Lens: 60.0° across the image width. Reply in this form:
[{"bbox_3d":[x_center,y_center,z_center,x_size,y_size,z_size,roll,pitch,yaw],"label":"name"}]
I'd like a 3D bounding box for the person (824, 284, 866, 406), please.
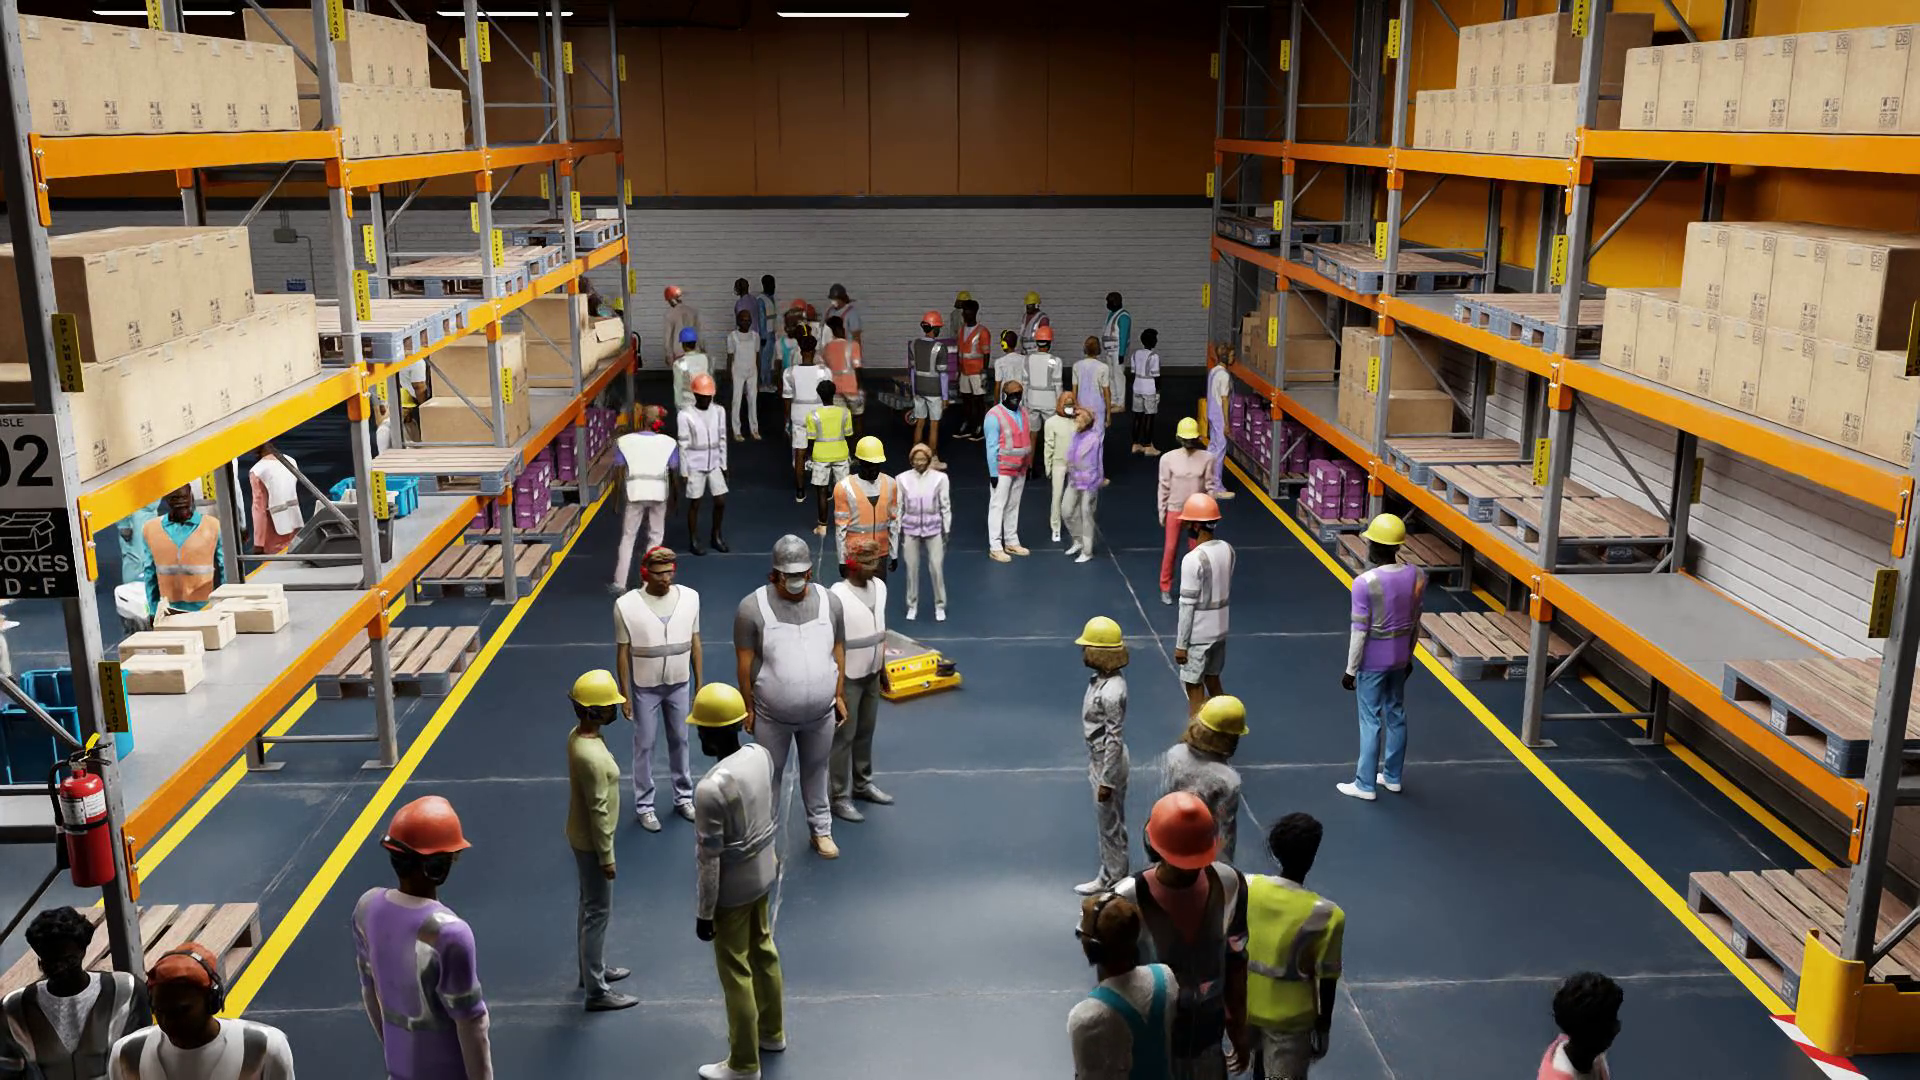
[{"bbox_3d":[-1.731,-2.906,25.126,0.849,2.000,0.705,-14,20,-43],"label":"person"}]

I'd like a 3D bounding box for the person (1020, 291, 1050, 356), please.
[{"bbox_3d":[1.127,-2.911,25.589,0.403,1.824,0.591,-9,17,-31],"label":"person"}]

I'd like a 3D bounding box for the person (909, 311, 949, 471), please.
[{"bbox_3d":[-0.369,-1.895,21.184,0.601,2.035,0.406,11,18,36],"label":"person"}]

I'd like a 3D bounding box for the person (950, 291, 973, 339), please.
[{"bbox_3d":[0.045,-3.081,26.409,0.322,1.741,0.490,-11,18,-37],"label":"person"}]

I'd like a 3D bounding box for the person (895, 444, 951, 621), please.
[{"bbox_3d":[-0.333,-0.062,14.809,0.518,1.618,0.337,0,14,1],"label":"person"}]

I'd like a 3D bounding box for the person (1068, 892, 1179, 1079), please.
[{"bbox_3d":[0.497,2.088,5.971,0.501,1.809,0.848,-10,17,-34],"label":"person"}]

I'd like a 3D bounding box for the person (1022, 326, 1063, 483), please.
[{"bbox_3d":[1.027,-1.672,20.516,0.547,1.930,0.380,8,16,27],"label":"person"}]

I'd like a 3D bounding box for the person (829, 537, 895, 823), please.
[{"bbox_3d":[-0.672,0.872,10.690,0.380,1.844,0.567,9,17,31],"label":"person"}]

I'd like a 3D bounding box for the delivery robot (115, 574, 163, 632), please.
[{"bbox_3d":[-7.020,0.533,14.401,0.707,0.478,0.477,13,19,41],"label":"delivery robot"}]

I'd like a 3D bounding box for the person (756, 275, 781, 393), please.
[{"bbox_3d":[-3.168,-3.385,27.251,0.373,1.916,0.596,3,15,10],"label":"person"}]

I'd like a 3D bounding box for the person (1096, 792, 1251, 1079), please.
[{"bbox_3d":[0.820,1.894,6.320,0.615,2.028,0.409,-5,15,-18],"label":"person"}]

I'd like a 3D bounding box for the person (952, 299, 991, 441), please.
[{"bbox_3d":[0.166,-2.370,23.168,0.374,1.966,0.608,-13,19,-41],"label":"person"}]

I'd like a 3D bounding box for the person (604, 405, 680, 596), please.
[{"bbox_3d":[-2.980,-0.369,15.643,0.709,1.801,0.417,-2,14,-10],"label":"person"}]

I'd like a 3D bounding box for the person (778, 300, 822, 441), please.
[{"bbox_3d":[-2.202,-2.395,23.359,0.659,1.918,1.016,3,15,11],"label":"person"}]

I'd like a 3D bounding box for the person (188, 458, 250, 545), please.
[{"bbox_3d":[-6.438,-0.091,14.352,0.410,1.908,0.598,8,16,28],"label":"person"}]

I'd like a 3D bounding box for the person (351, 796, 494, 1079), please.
[{"bbox_3d":[-1.936,1.923,6.184,0.605,2.036,0.383,9,17,32],"label":"person"}]

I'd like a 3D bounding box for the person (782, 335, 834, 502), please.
[{"bbox_3d":[-1.756,-1.413,19.412,0.604,1.966,0.367,1,14,5],"label":"person"}]

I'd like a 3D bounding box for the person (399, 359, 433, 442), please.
[{"bbox_3d":[-6.571,-1.644,20.173,0.535,2.000,0.684,-12,19,-39],"label":"person"}]

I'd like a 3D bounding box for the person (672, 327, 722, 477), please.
[{"bbox_3d":[-3.245,-1.663,20.489,0.612,1.916,0.816,-10,17,-35],"label":"person"}]

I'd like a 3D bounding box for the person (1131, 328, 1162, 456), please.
[{"bbox_3d":[2.486,-1.968,22.130,0.317,1.695,0.540,-9,17,-32],"label":"person"}]

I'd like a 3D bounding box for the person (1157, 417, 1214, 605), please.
[{"bbox_3d":[2.082,-0.267,15.336,0.532,1.761,0.338,-2,14,-7],"label":"person"}]

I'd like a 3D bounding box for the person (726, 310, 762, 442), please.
[{"bbox_3d":[-2.986,-2.276,23.062,0.505,1.839,0.340,-8,16,-28],"label":"person"}]

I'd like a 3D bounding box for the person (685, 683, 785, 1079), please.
[{"bbox_3d":[-1.067,1.586,7.751,0.401,1.918,0.584,5,15,19],"label":"person"}]

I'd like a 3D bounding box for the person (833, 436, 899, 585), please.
[{"bbox_3d":[-0.749,0.115,13.633,0.582,1.864,0.393,-8,16,-29],"label":"person"}]

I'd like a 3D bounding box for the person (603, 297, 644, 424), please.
[{"bbox_3d":[-5.010,-2.629,24.397,1.016,1.871,0.578,8,16,28],"label":"person"}]

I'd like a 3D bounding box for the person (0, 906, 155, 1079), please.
[{"bbox_3d":[-3.192,2.122,6.075,0.533,1.697,0.319,-7,16,-25],"label":"person"}]

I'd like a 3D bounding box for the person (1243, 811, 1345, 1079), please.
[{"bbox_3d":[1.327,1.935,6.914,0.548,1.632,0.801,11,18,36],"label":"person"}]

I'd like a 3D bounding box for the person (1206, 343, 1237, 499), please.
[{"bbox_3d":[3.080,-1.410,19.645,0.326,1.843,0.516,-2,14,-9],"label":"person"}]

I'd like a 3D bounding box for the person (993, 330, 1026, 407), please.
[{"bbox_3d":[0.636,-1.673,20.656,0.514,1.859,0.338,-7,16,-27],"label":"person"}]

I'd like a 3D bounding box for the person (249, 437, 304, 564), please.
[{"bbox_3d":[-5.846,-0.066,14.257,0.412,1.907,0.596,2,14,8],"label":"person"}]

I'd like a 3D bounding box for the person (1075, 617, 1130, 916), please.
[{"bbox_3d":[0.797,1.270,9.327,0.319,1.743,0.488,0,14,1],"label":"person"}]

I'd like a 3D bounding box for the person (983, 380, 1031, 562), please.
[{"bbox_3d":[0.510,-0.714,16.927,0.430,1.841,0.624,12,18,39],"label":"person"}]

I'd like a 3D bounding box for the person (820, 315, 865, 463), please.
[{"bbox_3d":[-1.482,-1.962,21.669,0.689,1.911,0.748,5,15,20],"label":"person"}]

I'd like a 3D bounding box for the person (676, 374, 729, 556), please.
[{"bbox_3d":[-2.608,-0.758,16.978,0.569,1.911,0.502,-11,18,-36],"label":"person"}]

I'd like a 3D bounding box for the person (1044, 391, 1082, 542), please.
[{"bbox_3d":[1.135,-0.782,17.627,0.506,1.624,0.288,-4,15,-14],"label":"person"}]

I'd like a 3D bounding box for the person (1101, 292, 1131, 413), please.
[{"bbox_3d":[2.373,-2.874,25.428,0.429,1.832,0.635,-4,15,-17],"label":"person"}]

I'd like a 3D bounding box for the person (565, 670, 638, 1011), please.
[{"bbox_3d":[-1.818,1.501,8.396,0.335,1.761,0.525,-5,15,-19],"label":"person"}]

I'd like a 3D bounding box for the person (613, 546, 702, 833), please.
[{"bbox_3d":[-1.896,0.920,10.512,0.560,1.838,0.394,-9,17,-30],"label":"person"}]

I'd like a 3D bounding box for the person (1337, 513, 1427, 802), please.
[{"bbox_3d":[2.761,0.769,10.919,0.588,1.930,0.361,-8,16,-29],"label":"person"}]

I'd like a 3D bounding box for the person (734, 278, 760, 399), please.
[{"bbox_3d":[-3.416,-3.217,26.573,0.374,1.933,0.625,4,15,16],"label":"person"}]

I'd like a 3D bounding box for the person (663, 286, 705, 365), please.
[{"bbox_3d":[-4.190,-2.863,25.133,0.674,1.948,0.432,-13,19,-42],"label":"person"}]

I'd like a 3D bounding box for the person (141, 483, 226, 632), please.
[{"bbox_3d":[-5.616,0.465,12.153,0.613,1.911,0.392,-2,14,-9],"label":"person"}]

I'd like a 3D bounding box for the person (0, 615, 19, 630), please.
[{"bbox_3d":[-8.619,-0.157,14.560,0.585,1.928,0.365,13,19,42],"label":"person"}]

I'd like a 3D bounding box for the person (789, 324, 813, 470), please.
[{"bbox_3d":[-2.004,-1.818,21.223,0.333,1.860,0.510,-6,16,-23],"label":"person"}]

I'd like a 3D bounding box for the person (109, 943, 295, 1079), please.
[{"bbox_3d":[-2.437,2.188,5.441,0.586,1.882,0.340,-2,14,-7],"label":"person"}]

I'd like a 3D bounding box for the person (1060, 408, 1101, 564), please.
[{"bbox_3d":[1.230,-0.541,16.695,0.369,1.609,0.533,-9,17,-33],"label":"person"}]

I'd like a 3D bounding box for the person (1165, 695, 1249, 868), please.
[{"bbox_3d":[1.112,1.588,8.182,0.646,1.703,0.502,-11,18,-37],"label":"person"}]

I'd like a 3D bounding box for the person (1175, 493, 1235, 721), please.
[{"bbox_3d":[1.653,0.626,11.490,0.388,1.929,0.546,12,18,39],"label":"person"}]

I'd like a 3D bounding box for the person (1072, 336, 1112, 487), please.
[{"bbox_3d":[1.607,-1.560,20.230,0.513,1.846,0.335,8,16,28],"label":"person"}]

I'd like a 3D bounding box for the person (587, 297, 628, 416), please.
[{"bbox_3d":[-5.239,-2.664,24.555,0.650,1.867,0.930,11,18,37],"label":"person"}]

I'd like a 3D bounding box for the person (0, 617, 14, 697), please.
[{"bbox_3d":[-6.399,0.874,10.549,0.630,1.901,0.627,-5,15,-18],"label":"person"}]

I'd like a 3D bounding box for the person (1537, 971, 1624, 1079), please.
[{"bbox_3d":[2.031,2.242,5.641,0.551,1.677,0.568,7,16,27],"label":"person"}]

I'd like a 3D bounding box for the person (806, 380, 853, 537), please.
[{"bbox_3d":[-1.400,-0.871,17.834,0.531,1.692,0.320,-6,15,-21],"label":"person"}]

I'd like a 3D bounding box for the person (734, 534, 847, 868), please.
[{"bbox_3d":[-0.978,0.959,9.954,0.676,2.000,0.536,-6,15,-21],"label":"person"}]

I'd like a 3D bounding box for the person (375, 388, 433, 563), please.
[{"bbox_3d":[-5.528,-0.610,16.554,0.404,1.824,0.599,3,15,12],"label":"person"}]
